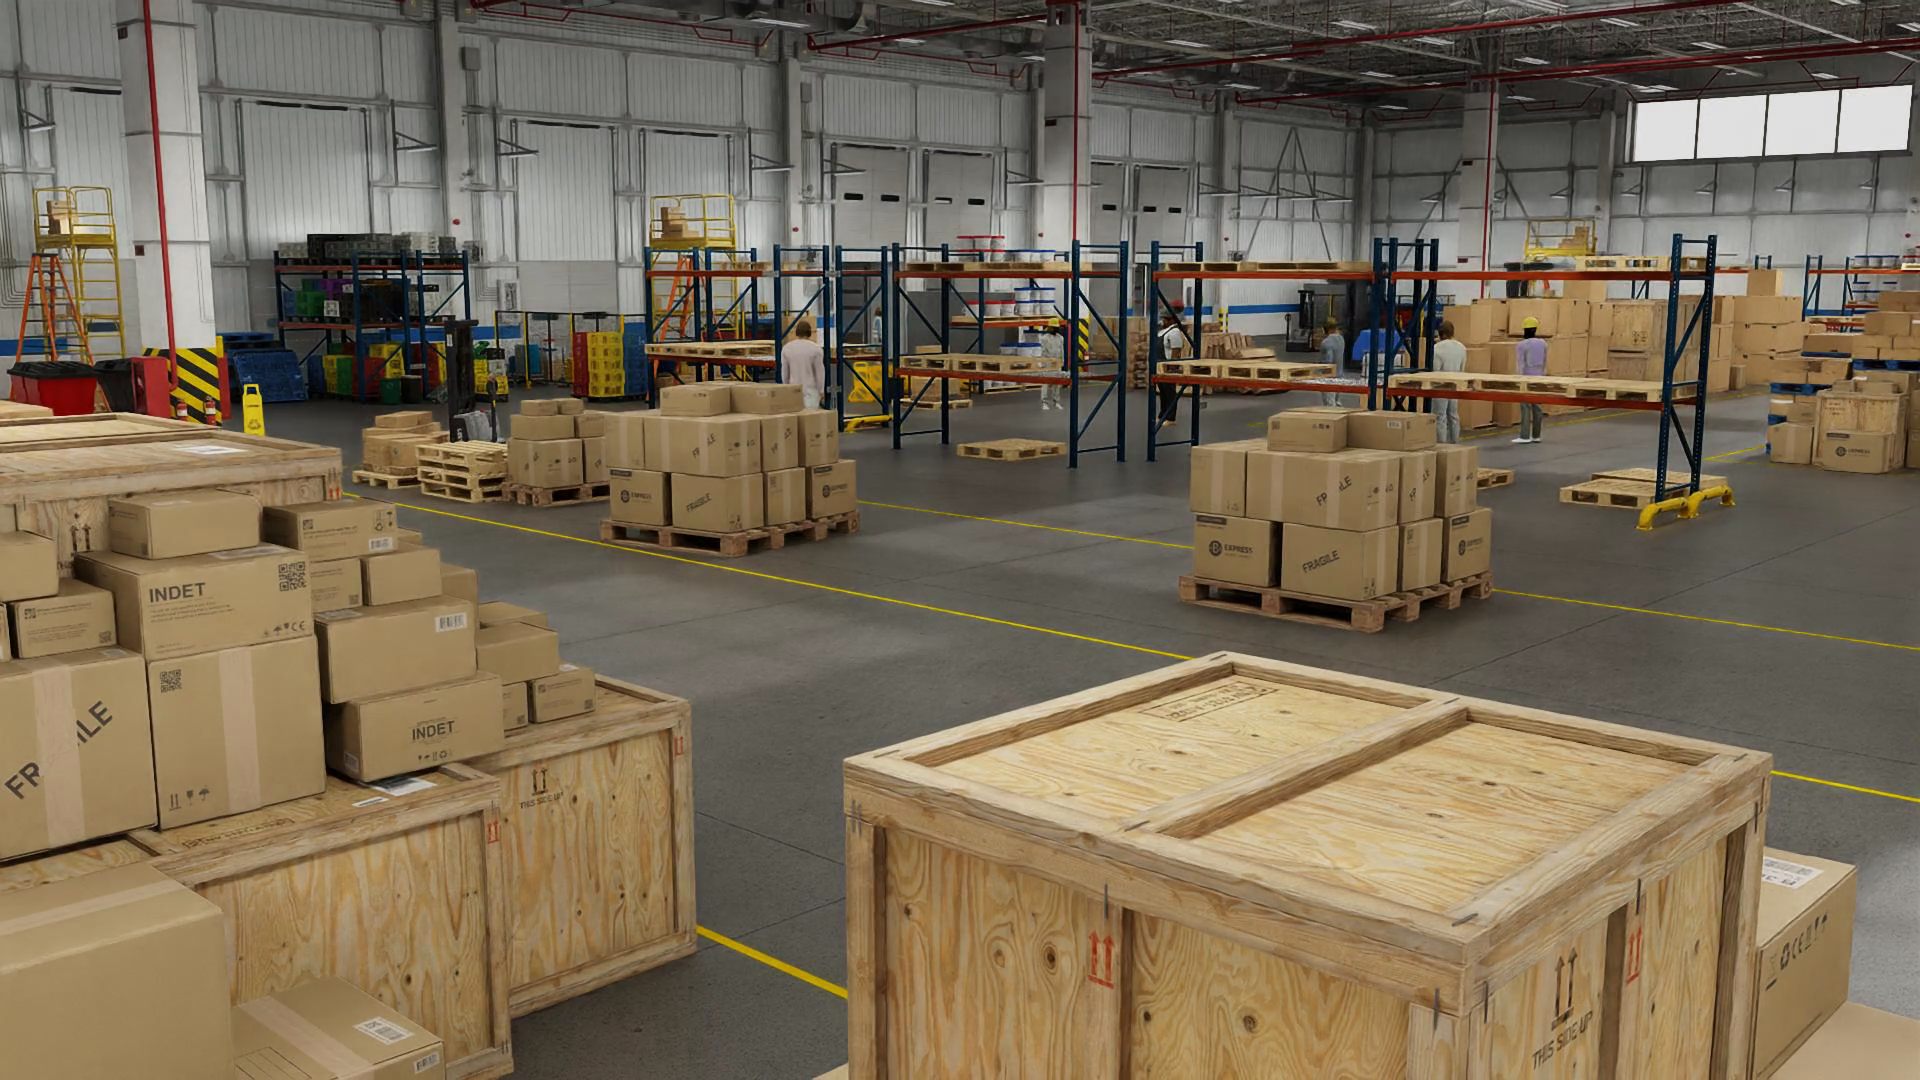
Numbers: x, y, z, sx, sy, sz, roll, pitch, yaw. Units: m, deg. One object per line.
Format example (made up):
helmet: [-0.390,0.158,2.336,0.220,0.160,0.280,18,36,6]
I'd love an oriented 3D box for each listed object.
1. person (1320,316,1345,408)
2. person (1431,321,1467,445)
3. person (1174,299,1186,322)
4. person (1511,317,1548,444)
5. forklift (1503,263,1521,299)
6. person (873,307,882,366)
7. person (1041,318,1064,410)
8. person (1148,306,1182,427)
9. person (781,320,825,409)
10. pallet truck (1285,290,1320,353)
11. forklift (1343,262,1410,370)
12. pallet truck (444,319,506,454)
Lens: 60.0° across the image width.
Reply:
person: [5.657,-2.442,25.414,0.373,1.936,0.627,6,11,33]
person: [6.775,-2.087,23.221,0.632,1.938,0.359,-5,10,-27]
person: [5.354,-5.067,41.573,0.775,1.919,0.553,2,10,14]
person: [8.662,-2.426,25.331,0.590,1.926,0.388,-5,10,-26]
forklift: [15.325,-6.319,46.287,1.873,2.768,1.129,2,10,15]
person: [-2.177,-5.392,44.431,0.317,1.632,0.525,-1,9,-6]
person: [1.760,-3.324,31.427,0.486,1.738,0.320,-5,10,-27]
person: [3.455,-2.939,28.130,0.538,2.000,0.683,-2,10,-13]
person: [-2.186,-2.098,23.288,0.635,1.937,0.354,3,10,17]
pallet truck: [11.297,-6.951,52.861,1.885,1.965,0.823,-5,11,-29]
forklift: [10.601,-5.771,42.927,1.129,2.768,1.873,-7,11,-35]
pallet truck: [-6.981,-1.942,22.150,1.885,1.965,0.823,1,9,9]
